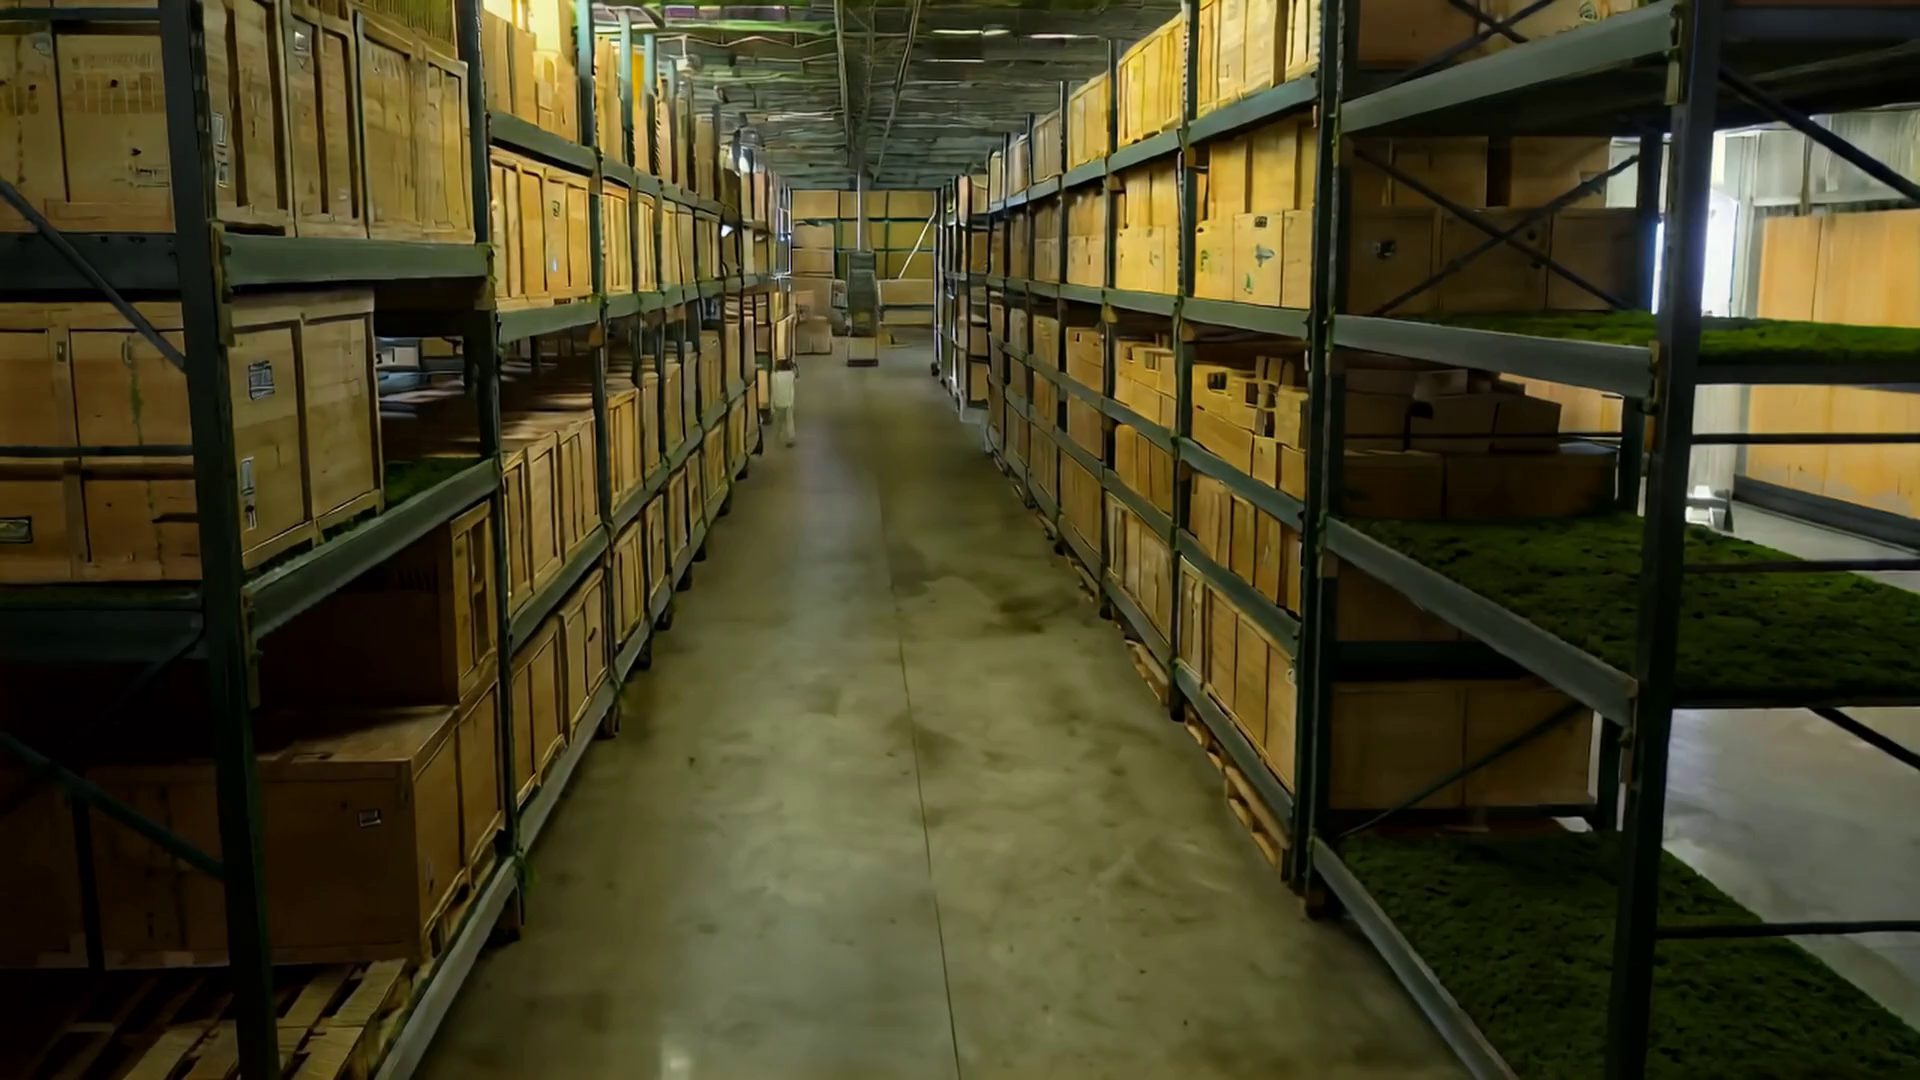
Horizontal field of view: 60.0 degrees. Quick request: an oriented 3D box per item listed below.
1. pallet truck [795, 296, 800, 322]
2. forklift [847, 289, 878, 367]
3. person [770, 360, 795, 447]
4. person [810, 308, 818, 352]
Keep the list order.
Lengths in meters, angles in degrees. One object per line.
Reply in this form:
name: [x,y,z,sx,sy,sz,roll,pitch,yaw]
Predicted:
pallet truck: [-8.622,-12.439,91.403,1.885,1.965,0.823,2,10,13]
forklift: [-3.601,-7.806,61.094,1.129,2.768,1.873,-1,10,-4]
person: [-3.719,-2.823,34.526,0.685,1.808,0.676,-9,13,-42]
person: [-6.176,-8.871,70.392,0.445,1.904,0.593,1,10,6]
